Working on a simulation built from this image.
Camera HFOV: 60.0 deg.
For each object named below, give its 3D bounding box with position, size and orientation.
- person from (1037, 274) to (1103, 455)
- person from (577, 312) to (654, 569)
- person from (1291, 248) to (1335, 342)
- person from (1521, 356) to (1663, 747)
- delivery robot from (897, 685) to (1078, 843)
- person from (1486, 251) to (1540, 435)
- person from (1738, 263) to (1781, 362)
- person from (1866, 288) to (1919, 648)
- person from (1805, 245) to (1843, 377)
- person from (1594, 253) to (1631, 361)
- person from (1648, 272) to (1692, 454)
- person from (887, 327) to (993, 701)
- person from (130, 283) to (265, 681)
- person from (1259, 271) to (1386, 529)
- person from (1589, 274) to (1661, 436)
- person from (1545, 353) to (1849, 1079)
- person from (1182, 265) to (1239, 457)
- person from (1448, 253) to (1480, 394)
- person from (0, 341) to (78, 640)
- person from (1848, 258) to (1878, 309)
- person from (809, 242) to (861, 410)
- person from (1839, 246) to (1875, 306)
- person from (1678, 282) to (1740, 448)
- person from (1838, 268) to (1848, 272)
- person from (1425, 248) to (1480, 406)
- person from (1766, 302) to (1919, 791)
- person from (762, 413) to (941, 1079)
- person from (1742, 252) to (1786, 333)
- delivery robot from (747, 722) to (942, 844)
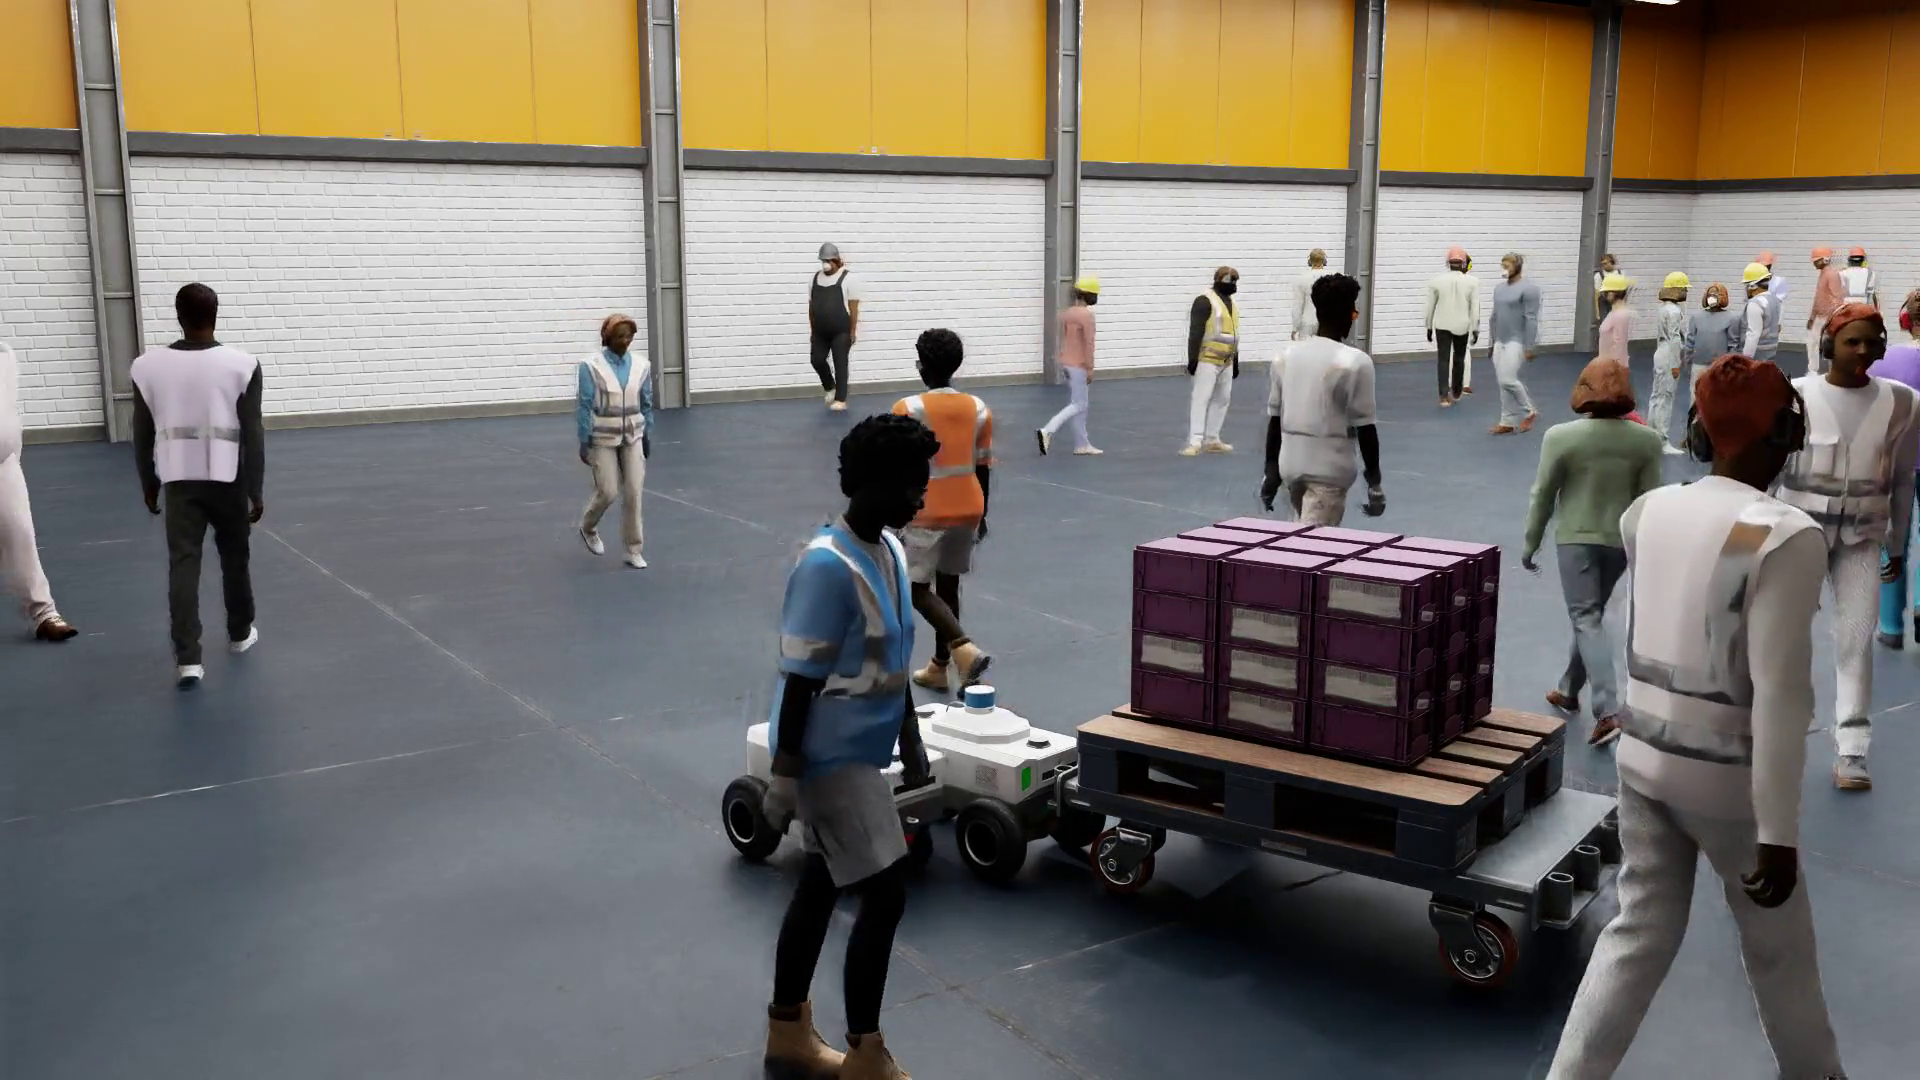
[{"bbox_3d":[1.042,-1.633,15.691,0.728,1.735,0.537,-4,11,-23],"label":"person"},{"bbox_3d":[-2.194,-0.629,10.464,0.540,1.615,0.521,-8,13,-37],"label":"person"},{"bbox_3d":[4.395,-2.622,20.542,0.627,1.934,0.371,0,10,-1],"label":"person"},{"bbox_3d":[2.663,0.033,6.939,0.510,1.588,0.885,-1,10,-3],"label":"person"},{"bbox_3d":[0.066,0.738,5.648,0.707,0.478,0.477,9,14,42],"label":"delivery robot"},{"bbox_3d":[5.732,-2.035,17.344,0.427,1.927,0.626,-3,11,-16],"label":"person"},{"bbox_3d":[7.725,-1.775,16.207,0.403,1.822,0.588,9,14,42],"label":"person"},{"bbox_3d":[4.808,-0.350,8.358,0.597,1.830,0.440,4,11,21],"label":"person"},{"bbox_3d":[11.824,-3.065,22.893,0.760,1.953,0.641,3,11,18],"label":"person"},{"bbox_3d":[10.872,-3.846,27.635,0.714,1.803,0.392,0,10,1],"label":"person"},{"bbox_3d":[6.847,-1.703,16.029,0.294,1.744,0.487,1,10,8],"label":"person"},{"bbox_3d":[-0.041,-0.100,7.396,0.540,1.677,0.607,-8,13,-36],"label":"person"},{"bbox_3d":[-3.638,-0.289,7.986,0.610,1.870,1.032,-3,11,-15],"label":"person"},{"bbox_3d":[1.732,-0.342,8.106,1.012,1.920,0.621,-6,12,-31],"label":"person"},{"bbox_3d":[6.135,-1.605,15.485,0.737,1.739,0.531,1,10,8],"label":"person"},{"bbox_3d":[1.670,0.519,3.614,0.903,1.823,0.658,-3,11,-15],"label":"person"},{"bbox_3d":[2.403,-1.699,15.858,0.431,1.814,0.762,10,14,43],"label":"person"},{"bbox_3d":[6.633,-2.871,22.083,0.532,1.870,0.319,4,11,19],"label":"person"},{"bbox_3d":[-5.074,-0.379,8.508,1.004,1.858,0.693,3,11,18],"label":"person"},{"bbox_3d":[14.167,-3.578,26.180,0.952,1.807,0.591,-4,11,-20],"label":"person"},{"bbox_3d":[-1.534,-2.576,19.993,0.679,2.000,0.569,4,11,21],"label":"person"},{"bbox_3d":[13.679,-3.524,25.503,0.552,1.925,0.376,2,10,9],"label":"person"},{"bbox_3d":[7.329,-1.690,16.265,0.507,1.637,0.276,10,14,43],"label":"person"},{"bbox_3d":[14.345,-3.632,27.018,0.908,1.584,0.524,-9,14,-41],"label":"person"},{"bbox_3d":[6.102,-2.641,20.629,0.641,1.939,1.018,3,11,18],"label":"person"},{"bbox_3d":[3.432,-0.024,6.591,0.595,1.837,0.993,3,11,15],"label":"person"},{"bbox_3d":[-0.219,0.529,3.988,0.632,1.656,0.597,3,11,14],"label":"person"},{"bbox_3d":[11.069,-3.029,22.955,0.546,1.881,1.042,6,12,28],"label":"person"},{"bbox_3d":[-0.385,0.761,5.517,0.477,0.478,0.707,-10,14,-44],"label":"delivery robot"}]
